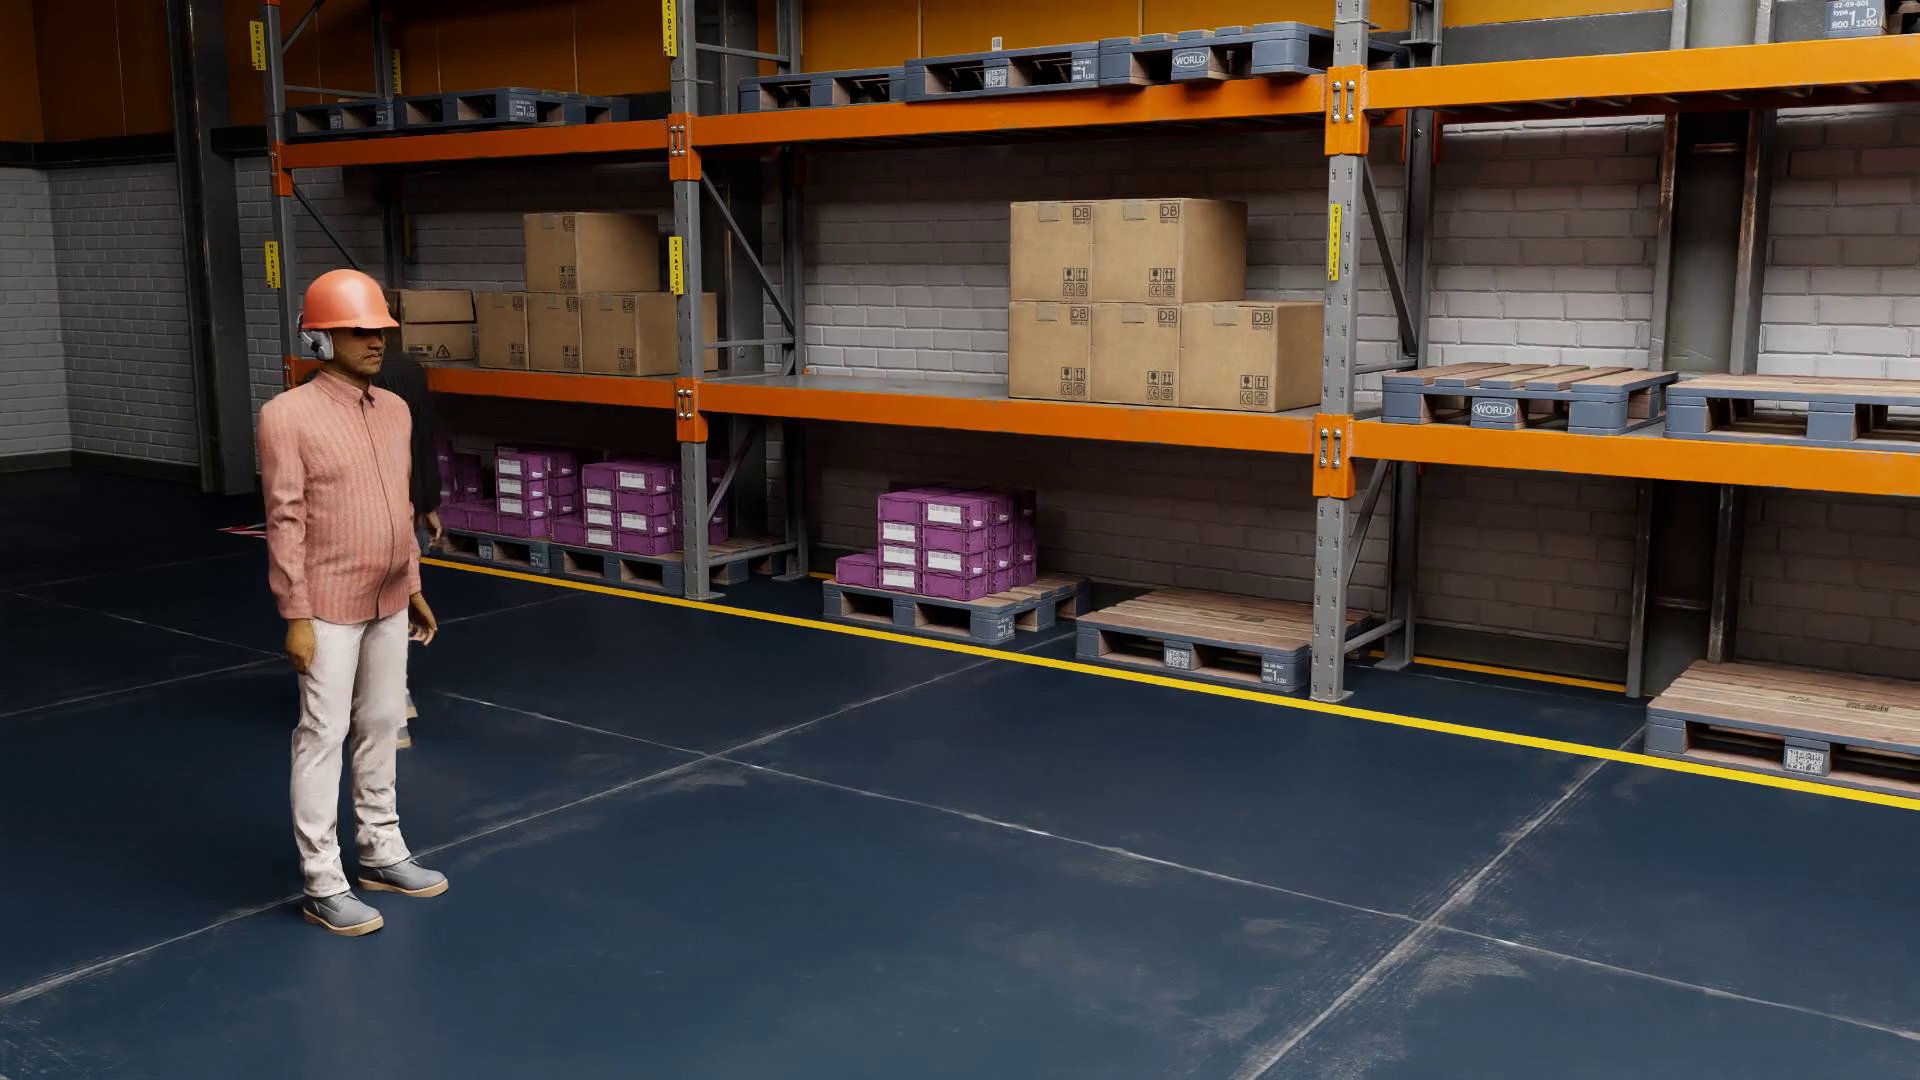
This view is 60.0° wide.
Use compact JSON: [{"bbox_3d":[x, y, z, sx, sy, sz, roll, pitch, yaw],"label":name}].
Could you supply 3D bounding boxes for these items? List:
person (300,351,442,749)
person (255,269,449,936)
[{"bbox_3d":[-2.501,-0.116,6.907,0.548,1.975,0.652,5,11,28],"label":"person"},{"bbox_3d":[-1.847,0.181,5.096,0.382,1.996,0.608,4,10,21],"label":"person"}]
